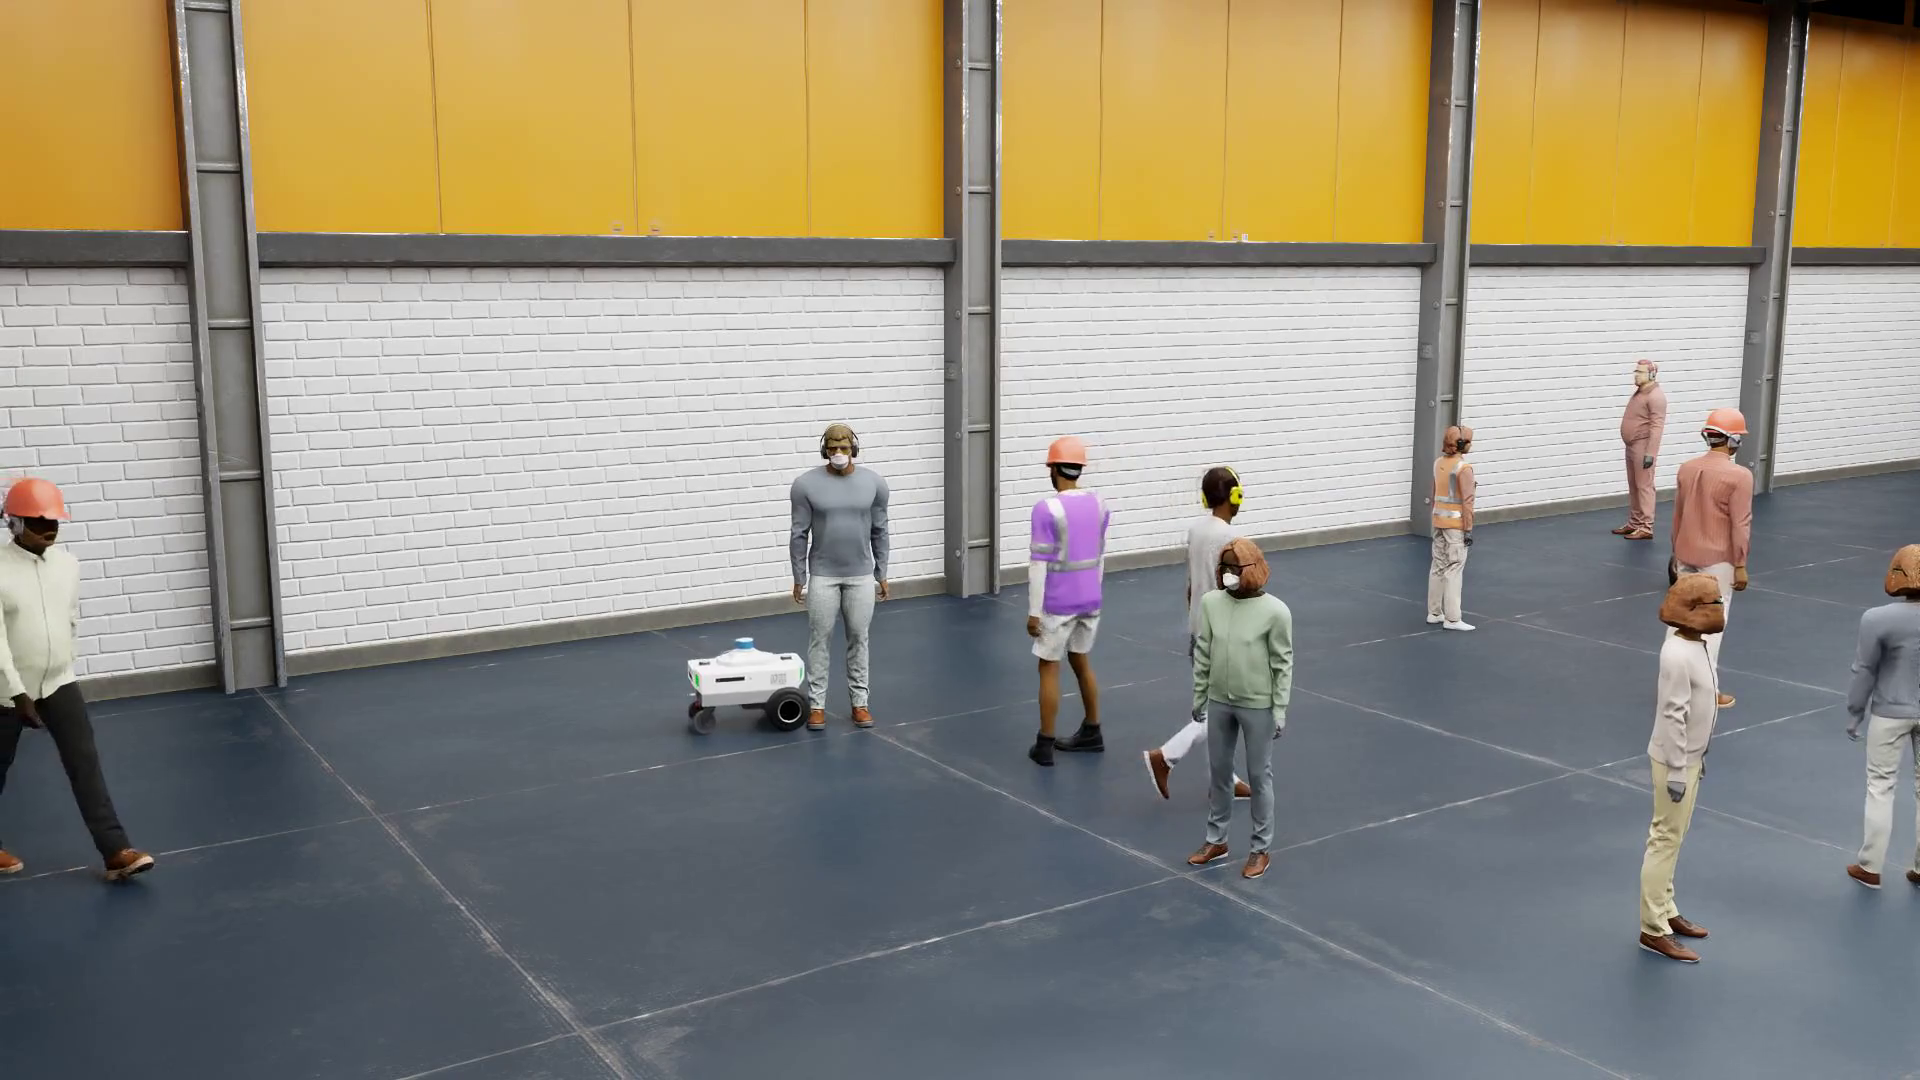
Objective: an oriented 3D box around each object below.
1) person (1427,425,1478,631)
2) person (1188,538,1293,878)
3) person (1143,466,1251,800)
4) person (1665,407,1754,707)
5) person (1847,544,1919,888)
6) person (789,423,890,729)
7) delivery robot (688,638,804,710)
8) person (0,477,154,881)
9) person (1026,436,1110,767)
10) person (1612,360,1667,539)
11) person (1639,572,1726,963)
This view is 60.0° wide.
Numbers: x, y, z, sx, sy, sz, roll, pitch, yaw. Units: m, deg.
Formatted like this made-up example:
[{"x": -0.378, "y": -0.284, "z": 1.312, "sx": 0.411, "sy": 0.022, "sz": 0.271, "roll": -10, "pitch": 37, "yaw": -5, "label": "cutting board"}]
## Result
[{"x": 3.940, "y": -0.098, "z": 13.304, "sx": 0.307, "sy": 1.639, "sz": 0.525, "roll": -2, "pitch": 10, "yaw": -14, "label": "person"}, {"x": 1.336, "y": 0.793, "z": 7.950, "sx": 0.507, "sy": 1.632, "sz": 0.268, "roll": 8, "pitch": 12, "yaw": 38, "label": "person"}, {"x": 1.324, "y": 0.528, "z": 8.926, "sx": 0.659, "sy": 1.842, "sz": 0.558, "roll": -3, "pitch": 10, "yaw": -19, "label": "person"}, {"x": 4.994, "y": 0.109, "z": 11.055, "sx": 0.428, "sy": 1.982, "sz": 0.630, "roll": -3, "pitch": 10, "yaw": -17, "label": "person"}, {"x": 4.404, "y": 0.832, "z": 7.747, "sx": 0.508, "sy": 1.633, "sz": 0.290, "roll": 2, "pitch": 10, "yaw": 9, "label": "person"}, {"x": -0.750, "y": 0.228, "z": 10.448, "sx": 0.634, "sy": 1.936, "sz": 0.351, "roll": -2, "pitch": 10, "yaw": -11, "label": "person"}, {"x": -1.354, "y": 0.862, "z": 10.498, "sx": 0.707, "sy": 0.478, "sz": 0.477, "roll": -3, "pitch": 10, "yaw": -16, "label": "delivery robot"}, {"x": -4.345, "y": 0.670, "z": 7.825, "sx": 1.080, "sy": 1.934, "sz": 0.594, "roll": 5, "pitch": 10, "yaw": 26, "label": "person"}, {"x": 0.611, "y": 0.350, "z": 9.765, "sx": 0.582, "sy": 1.916, "sz": 0.431, "roll": -7, "pitch": 12, "yaw": -38, "label": "person"}, {"x": 7.232, "y": -0.963, "z": 17.704, "sx": 0.409, "sy": 1.909, "sz": 0.652, "roll": 0, "pitch": 9, "yaw": 3, "label": "person"}, {"x": 3.070, "y": 0.942, "z": 7.050, "sx": 0.278, "sy": 1.636, "sz": 0.501, "roll": 6, "pitch": 11, "yaw": 31, "label": "person"}]
